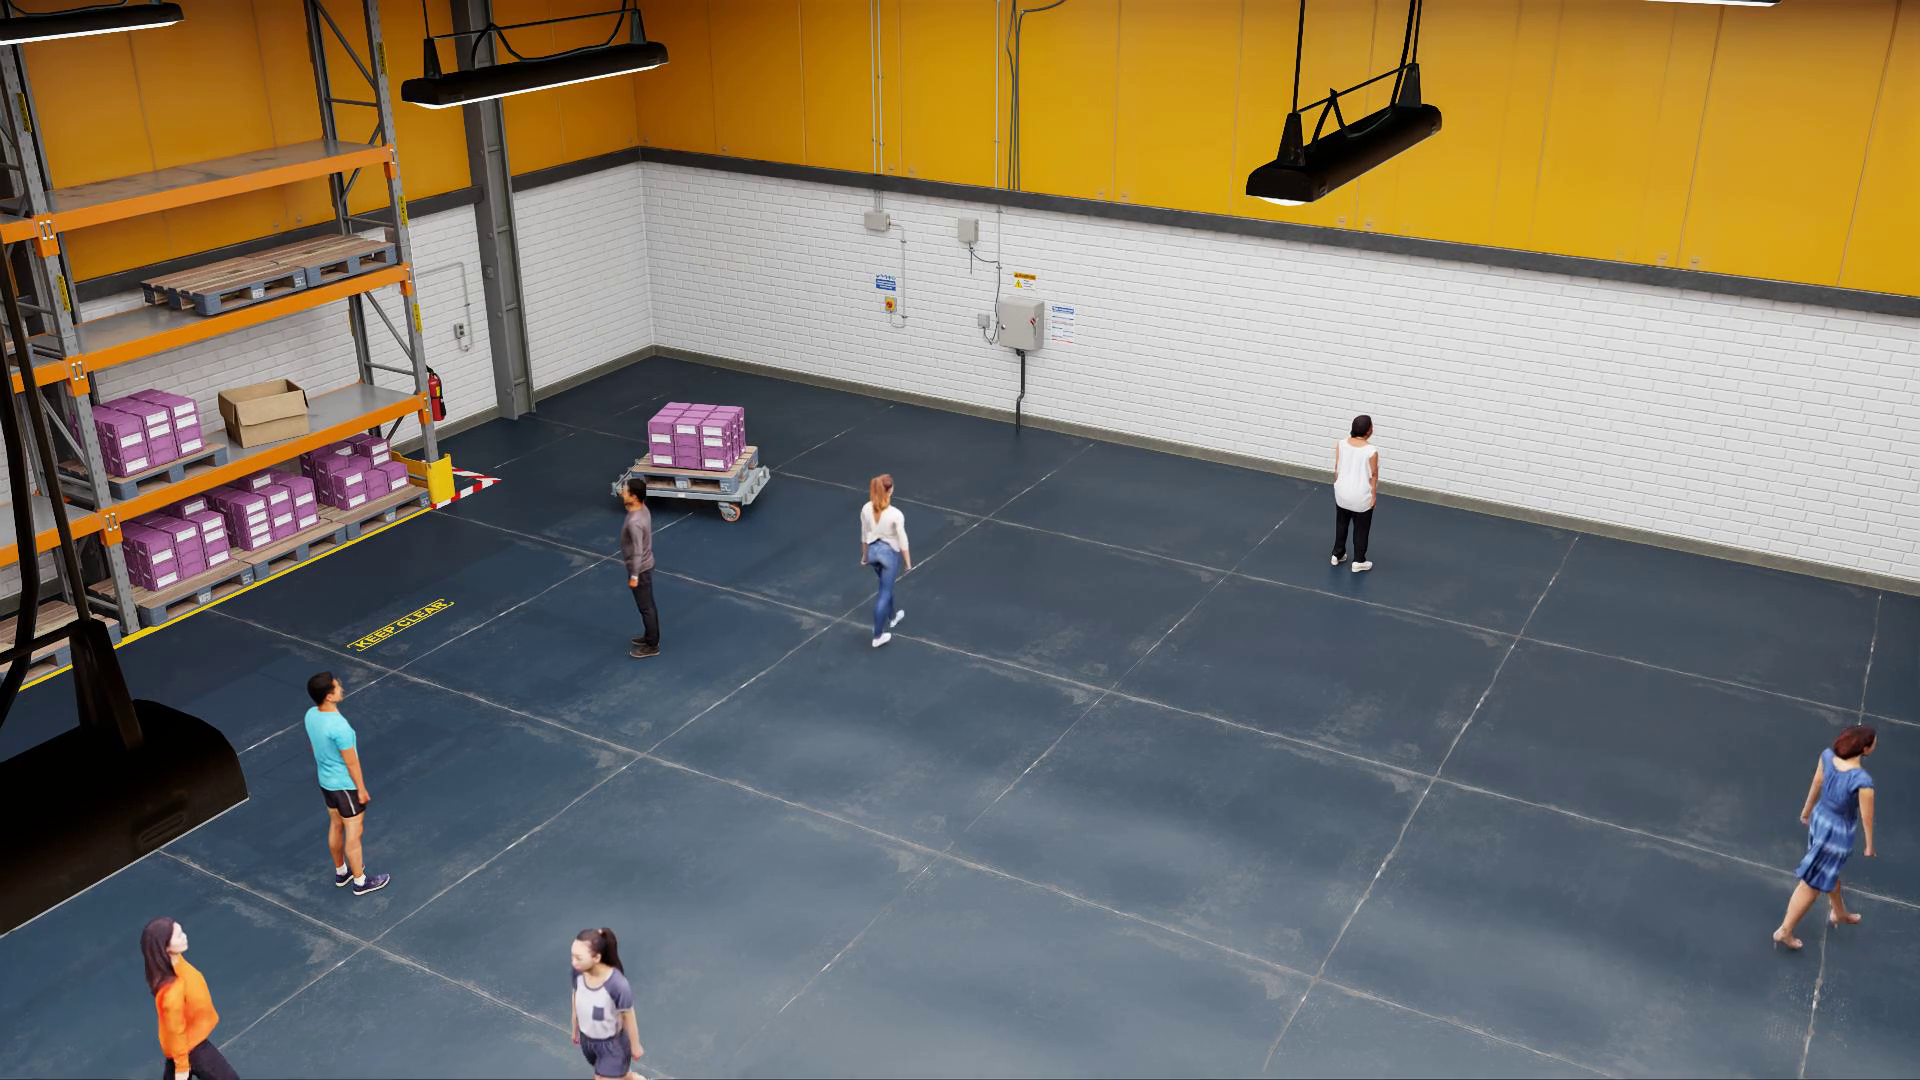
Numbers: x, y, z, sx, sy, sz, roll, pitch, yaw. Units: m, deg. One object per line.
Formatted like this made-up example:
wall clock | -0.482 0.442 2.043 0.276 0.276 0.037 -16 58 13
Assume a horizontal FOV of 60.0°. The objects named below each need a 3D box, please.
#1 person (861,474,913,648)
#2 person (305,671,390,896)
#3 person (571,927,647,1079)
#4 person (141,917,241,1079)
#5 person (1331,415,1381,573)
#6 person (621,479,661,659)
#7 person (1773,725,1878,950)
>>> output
person | -0.771 0.220 15.739 0.672 1.702 0.890 16 28 32
person | -4.521 1.764 12.114 0.641 1.775 0.546 17 29 34
person | -1.985 2.920 9.684 0.752 1.604 1.090 18 30 36
person | -4.523 2.935 9.517 1.203 1.711 0.994 -13 27 -27
person | 4.155 -0.513 17.434 0.714 1.687 0.731 -20 30 -38
person | -2.985 0.252 15.583 0.778 1.768 0.666 20 31 39
person | 5.887 2.077 11.403 1.075 1.772 1.053 -4 24 -9
